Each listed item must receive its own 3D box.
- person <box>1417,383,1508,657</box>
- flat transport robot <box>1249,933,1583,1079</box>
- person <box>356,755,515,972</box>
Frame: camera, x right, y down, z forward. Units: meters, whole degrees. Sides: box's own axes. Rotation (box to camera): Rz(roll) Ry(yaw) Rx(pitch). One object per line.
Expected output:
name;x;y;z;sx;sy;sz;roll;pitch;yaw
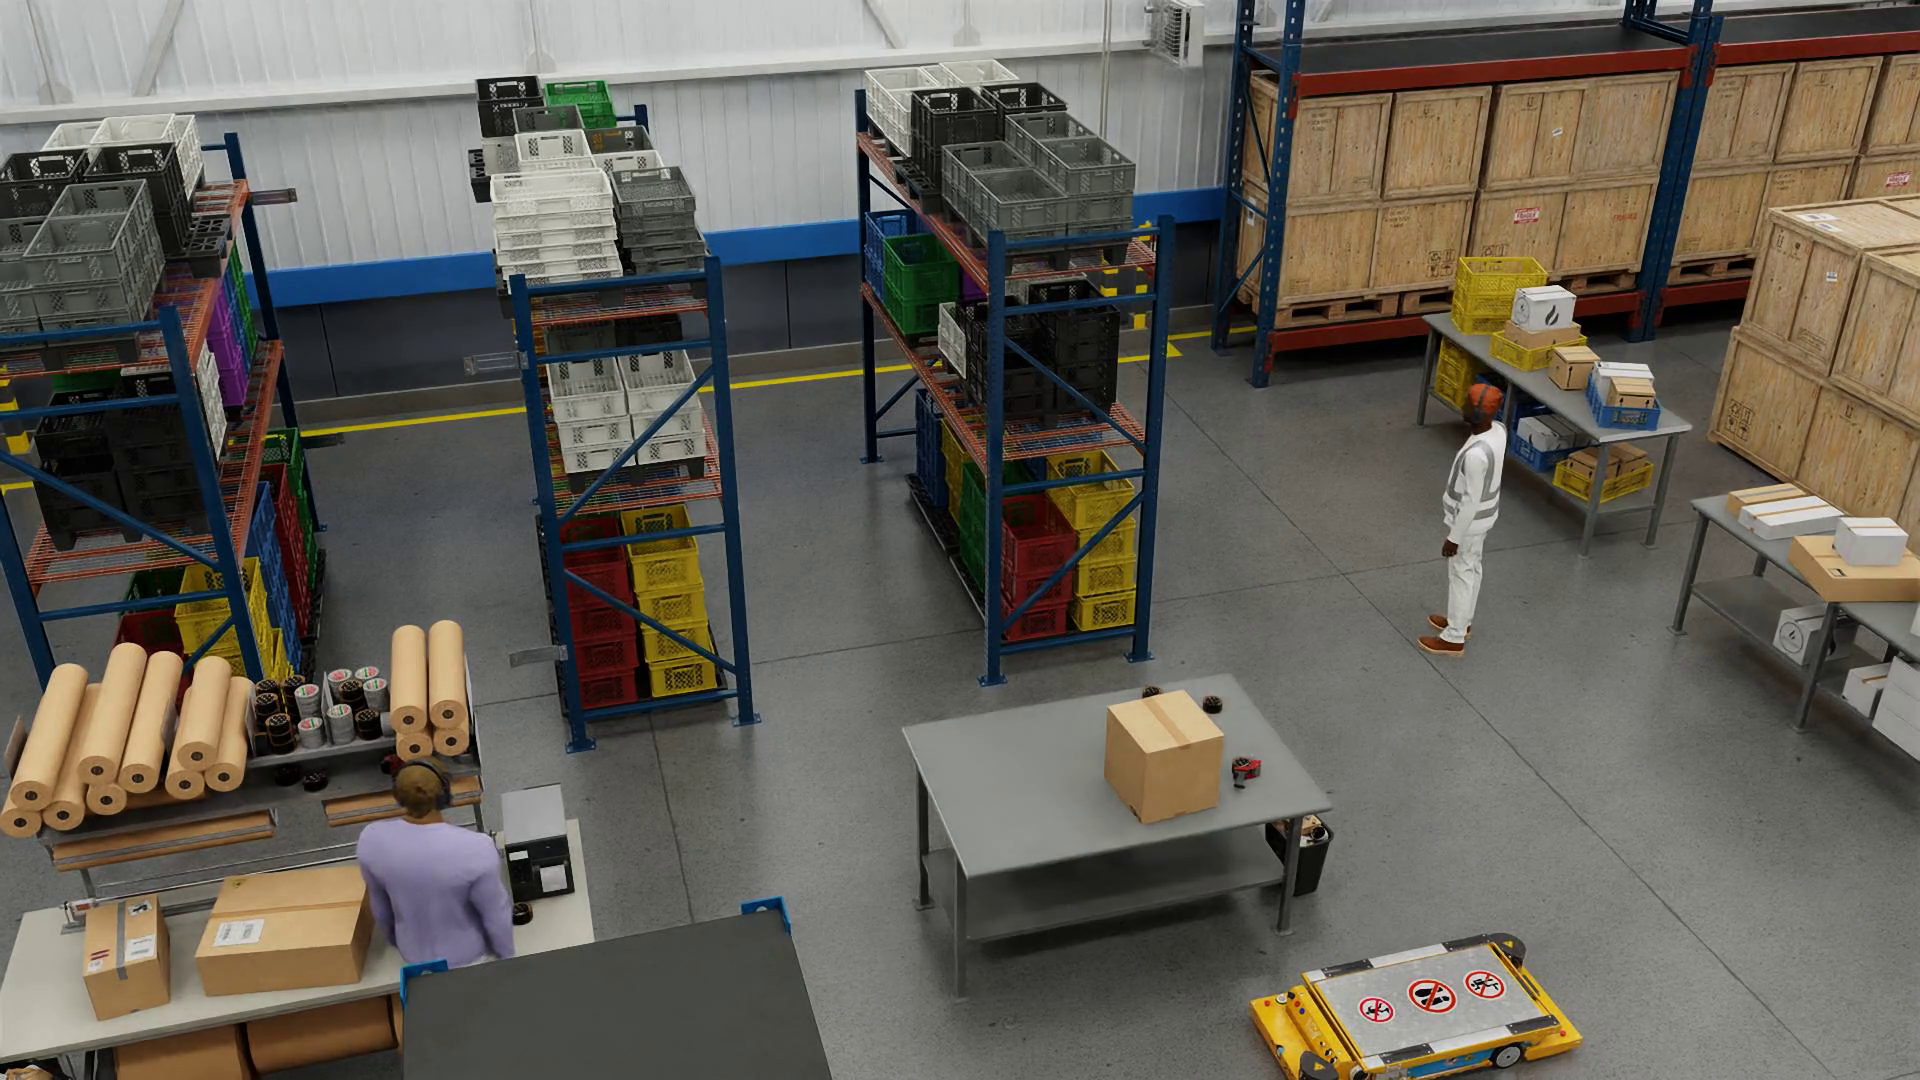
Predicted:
person;3.262;-0.129;10.706;0.354;1.883;0.573;15;32;26
flat transport robot;2.184;2.282;7.980;1.431;0.197;0.652;-8;30;-14
person;-2.216;1.765;7.216;0.629;1.932;0.369;5;29;9
